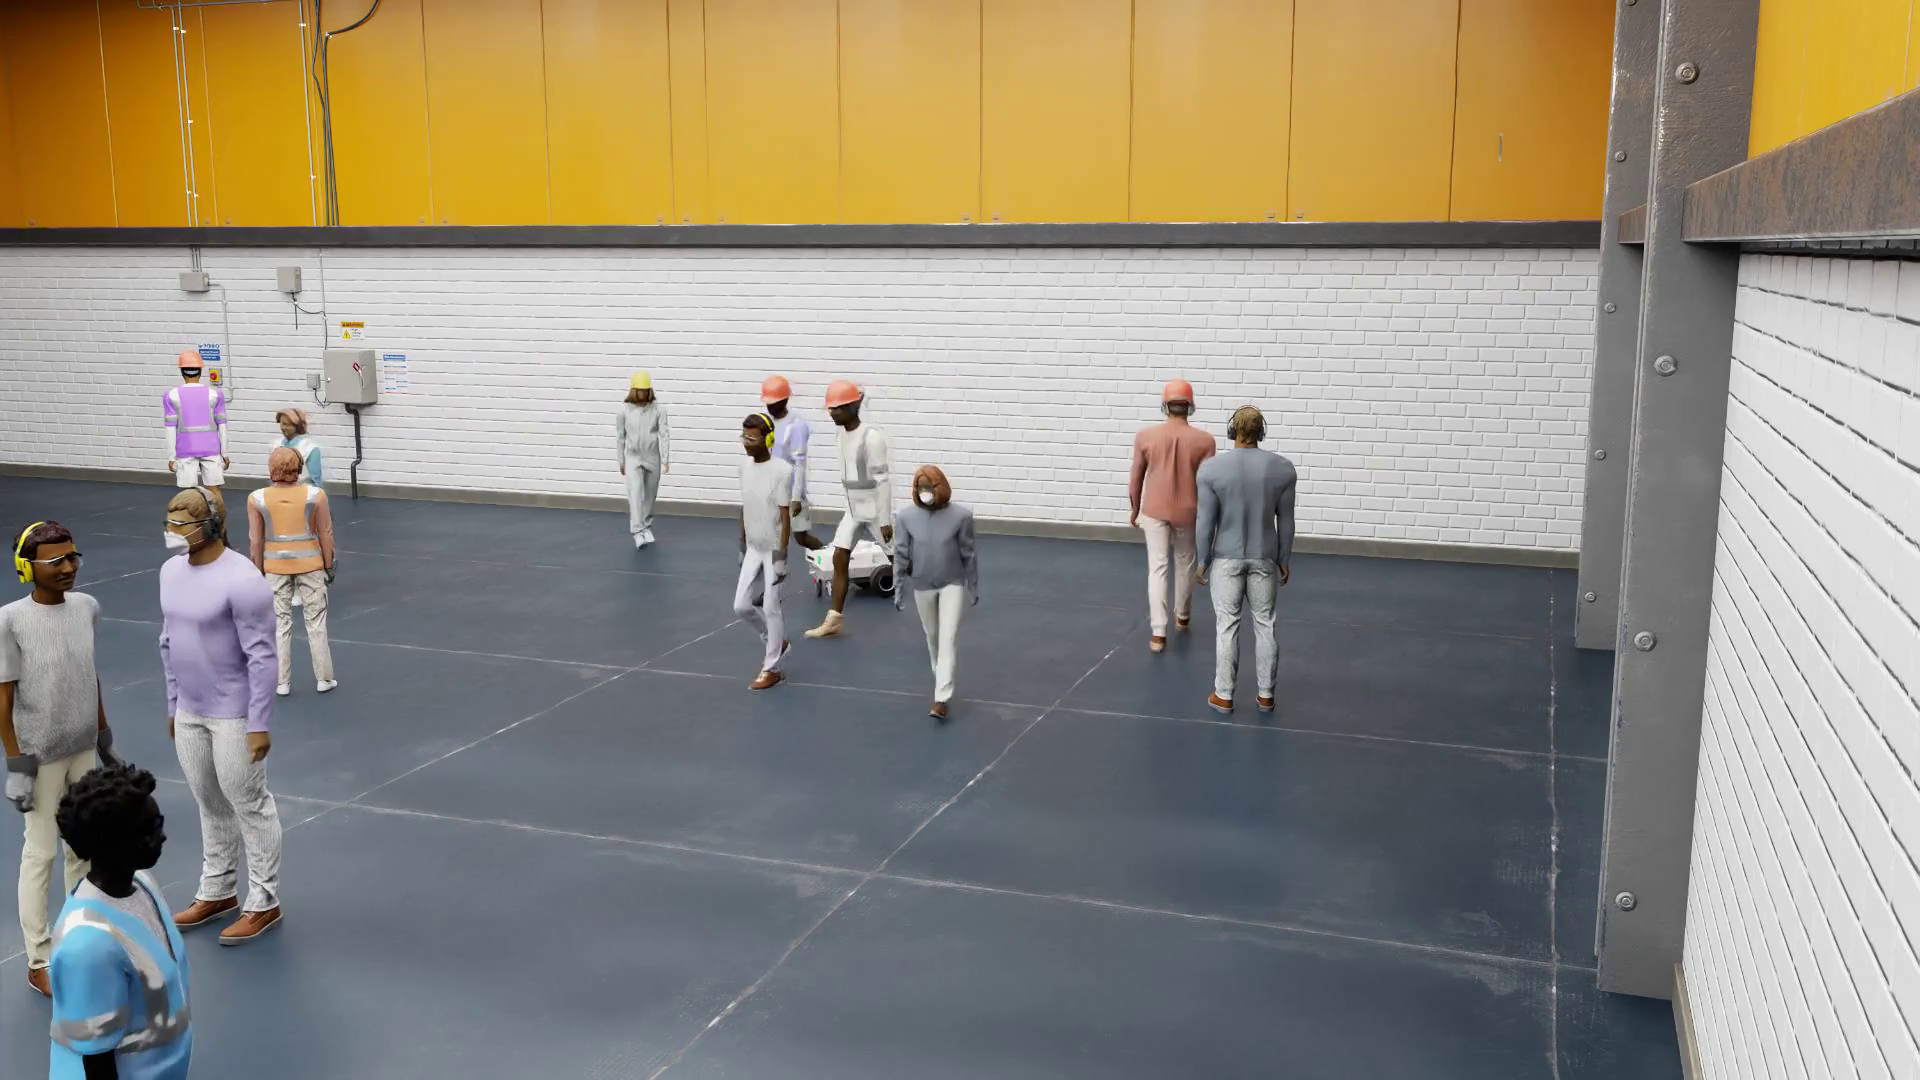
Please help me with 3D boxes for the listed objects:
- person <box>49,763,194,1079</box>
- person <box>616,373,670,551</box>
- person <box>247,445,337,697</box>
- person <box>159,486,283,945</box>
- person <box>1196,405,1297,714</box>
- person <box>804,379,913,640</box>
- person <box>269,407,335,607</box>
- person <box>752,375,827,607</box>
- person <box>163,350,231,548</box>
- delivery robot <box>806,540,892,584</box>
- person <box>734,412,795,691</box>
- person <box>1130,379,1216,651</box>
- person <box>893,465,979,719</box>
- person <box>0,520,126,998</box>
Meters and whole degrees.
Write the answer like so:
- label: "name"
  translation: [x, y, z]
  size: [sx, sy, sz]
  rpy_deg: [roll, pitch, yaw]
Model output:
- label: "person"
  translation: [-2.040, 1.370, 4.080]
  size: [0.319, 1.697, 0.539]
  rpy_deg: [-3, 10, -15]
- label: "person"
  translation: [-3.057, -0.763, 16.083]
  size: [0.491, 1.695, 0.939]
  rpy_deg: [-3, 11, -18]
- label: "person"
  translation: [-4.321, 0.205, 10.794]
  size: [0.511, 1.640, 0.308]
  rpy_deg: [-3, 11, -17]
- label: "person"
  translation: [-3.115, 0.730, 6.995]
  size: [0.629, 1.940, 0.379]
  rpy_deg: [6, 12, 30]
- label: "person"
  translation: [1.772, 0.126, 10.400]
  size: [0.628, 1.939, 0.375]
  rpy_deg: [0, 10, -3]
- label: "person"
  translation: [-0.608, -0.250, 12.516]
  size: [1.166, 1.964, 0.640]
  rpy_deg: [-7, 12, -35]
- label: "person"
  translation: [-5.382, -0.290, 13.627]
  size: [0.523, 1.620, 0.588]
  rpy_deg: [5, 11, 26]
- label: "person"
  translation: [-1.352, -0.423, 13.635]
  size: [0.555, 1.899, 0.857]
  rpy_deg: [9, 14, 42]
- label: "person"
  translation: [-7.274, -0.844, 15.874]
  size: [0.551, 1.932, 0.378]
  rpy_deg: [-6, 11, -29]
- label: "delivery robot"
  translation: [-0.919, 0.153, 13.877]
  size: [0.707, 0.478, 0.477]
  rpy_deg: [-4, 11, -24]
- label: "person"
  translation: [-1.279, 0.075, 10.948]
  size: [0.517, 1.847, 0.422]
  rpy_deg: [7, 12, 34]
- label: "person"
  translation: [1.562, -0.209, 12.266]
  size: [0.629, 1.936, 1.043]
  rpy_deg: [1, 10, 8]
- label: "person"
  translation: [-0.154, 0.302, 10.422]
  size: [0.522, 1.569, 0.894]
  rpy_deg: [2, 10, 9]
- label: "person"
  translation: [-3.530, 0.843, 6.549]
  size: [0.330, 1.874, 0.518]
  rpy_deg: [4, 11, 19]
